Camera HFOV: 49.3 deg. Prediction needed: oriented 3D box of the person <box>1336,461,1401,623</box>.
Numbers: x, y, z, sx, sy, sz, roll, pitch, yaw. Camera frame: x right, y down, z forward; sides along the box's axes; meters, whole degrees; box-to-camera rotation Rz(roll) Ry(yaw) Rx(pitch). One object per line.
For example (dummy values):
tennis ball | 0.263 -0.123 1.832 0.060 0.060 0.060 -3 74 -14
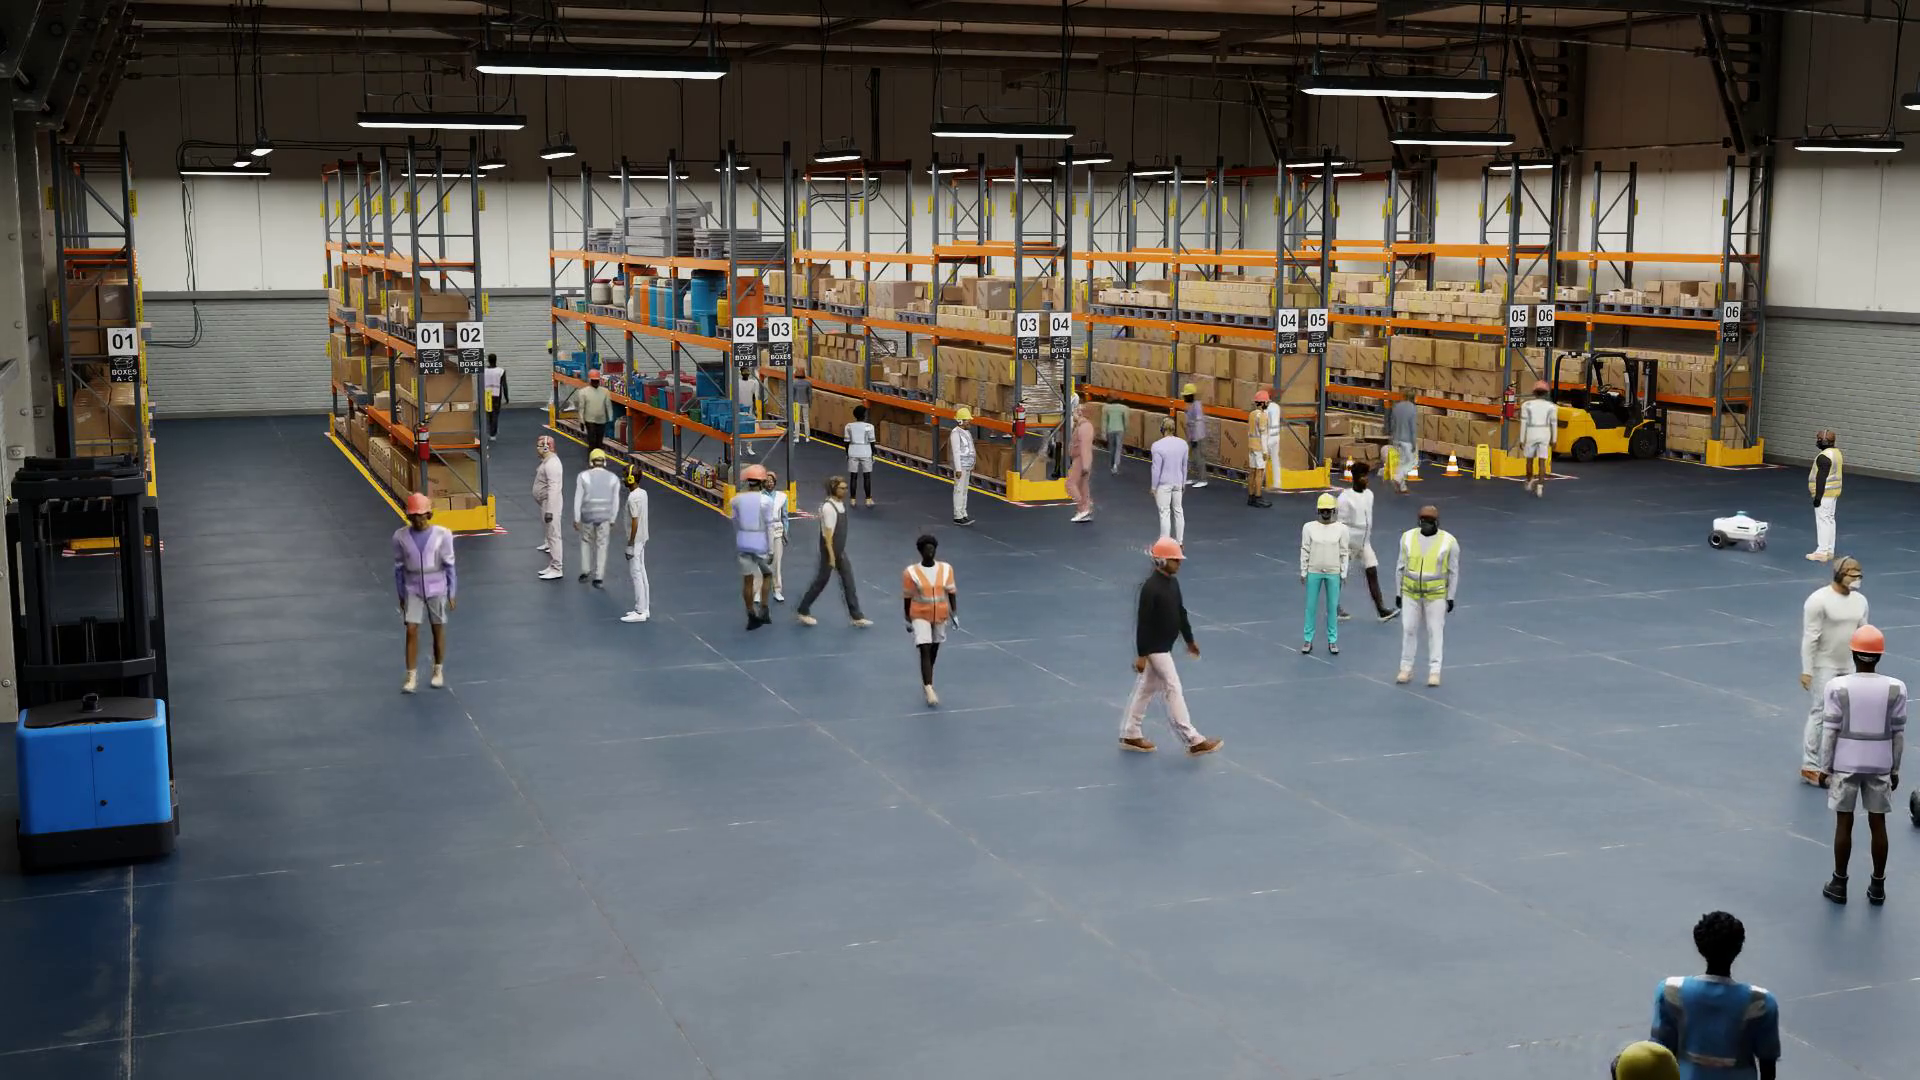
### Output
person | 4.748 0.035 24.692 0.610 1.909 1.001 -6 10 -34

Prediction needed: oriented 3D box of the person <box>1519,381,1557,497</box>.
person | 10.087 -1.778 36.528 0.640 1.988 1.035 2 9 12

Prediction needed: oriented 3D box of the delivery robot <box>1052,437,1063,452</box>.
delivery robot | 2.104 -1.957 42.319 0.477 0.478 0.707 -2 9 -15

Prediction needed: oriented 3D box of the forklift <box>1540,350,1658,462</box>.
forklift | 12.897 -2.725 42.309 2.313 2.155 1.214 -3 9 -21

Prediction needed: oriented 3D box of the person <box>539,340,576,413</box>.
person | -10.147 -4.115 52.672 1.104 1.817 0.599 -5 10 -32

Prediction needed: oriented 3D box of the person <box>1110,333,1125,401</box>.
person | 3.942 -4.422 54.421 0.866 1.909 0.640 -5 10 -29

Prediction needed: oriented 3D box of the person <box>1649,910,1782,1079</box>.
person | 3.340 2.469 9.284 0.550 1.667 0.645 4 9 22

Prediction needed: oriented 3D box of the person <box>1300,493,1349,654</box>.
person | 3.999 0.363 22.993 0.524 1.769 0.316 1 9 9

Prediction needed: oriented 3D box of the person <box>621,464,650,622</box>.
person | -3.870 0.033 24.890 0.319 1.860 0.532 1 9 6

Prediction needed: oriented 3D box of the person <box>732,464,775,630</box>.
person | -2.391 0.077 24.432 0.539 1.914 0.459 2 9 15

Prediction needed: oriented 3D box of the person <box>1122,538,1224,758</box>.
person | 1.884 0.948 18.489 1.010 1.941 0.610 3 9 20

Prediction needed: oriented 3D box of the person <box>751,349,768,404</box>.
person | -5.227 -4.424 54.772 0.505 1.825 0.897 1 9 9

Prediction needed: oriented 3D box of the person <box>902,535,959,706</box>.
person | -0.307 0.754 20.751 0.528 1.655 0.864 -3 9 -20

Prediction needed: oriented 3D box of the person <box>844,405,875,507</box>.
person | -1.674 -1.407 35.015 0.536 1.699 0.321 1 9 10

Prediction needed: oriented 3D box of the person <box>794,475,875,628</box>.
person | -1.515 0.130 24.458 0.964 1.805 0.529 3 9 18

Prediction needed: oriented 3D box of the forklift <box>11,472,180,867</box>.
forklift | -6.630 0.886 15.957 1.129 2.768 1.873 -3 9 -21

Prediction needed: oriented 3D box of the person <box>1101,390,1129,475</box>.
person | 2.925 -2.034 39.507 0.531 1.606 0.711 1 9 4

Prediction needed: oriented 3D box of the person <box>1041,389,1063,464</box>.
person | 1.898 -2.385 41.118 0.608 1.830 1.022 -6 10 -35

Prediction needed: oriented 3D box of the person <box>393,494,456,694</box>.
person | -5.376 0.544 21.015 0.635 2.005 0.937 -1 9 -5

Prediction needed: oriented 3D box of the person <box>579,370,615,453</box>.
person | -6.866 -2.245 39.762 0.616 1.959 0.923 -5 10 -29

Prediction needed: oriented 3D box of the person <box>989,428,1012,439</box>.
person | 0.864 -3.197 46.288 0.638 1.904 0.402 3 9 21

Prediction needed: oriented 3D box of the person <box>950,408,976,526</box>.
person | 0.054 -1.158 32.924 0.404 1.831 0.596 3 9 16

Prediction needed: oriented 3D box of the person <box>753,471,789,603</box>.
person | -2.388 -0.046 26.138 0.514 1.642 0.310 -2 9 -16

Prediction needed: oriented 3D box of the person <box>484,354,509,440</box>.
person | -10.243 -3.149 46.058 0.587 1.870 1.014 1 9 7

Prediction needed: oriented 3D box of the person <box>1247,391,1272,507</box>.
person | 5.021 -1.532 35.059 0.375 1.939 0.546 -3 9 -16

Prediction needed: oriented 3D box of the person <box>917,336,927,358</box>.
person | -0.880 -4.260 53.449 0.994 1.902 0.541 -5 10 -29

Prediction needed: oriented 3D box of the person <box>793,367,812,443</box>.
person | -3.453 -2.927 45.373 0.506 1.632 0.268 -2 9 -16

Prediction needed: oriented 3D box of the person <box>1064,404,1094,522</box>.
person | 1.884 -1.214 33.108 0.448 1.891 0.648 2 9 13

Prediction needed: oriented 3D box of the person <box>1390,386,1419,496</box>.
person | 7.691 -1.701 36.275 0.513 1.921 0.644 -5 10 -29

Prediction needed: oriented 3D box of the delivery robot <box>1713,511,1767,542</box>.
delivery robot | 11.346 -0.177 30.448 0.477 0.478 0.707 -8 12 -44

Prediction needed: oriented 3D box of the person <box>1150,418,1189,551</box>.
person | 2.991 -0.784 30.073 0.629 1.940 0.378 -5 10 -30

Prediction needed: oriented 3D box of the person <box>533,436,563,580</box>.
person | -5.480 -0.439 27.877 0.400 1.910 0.643 -1 9 -9

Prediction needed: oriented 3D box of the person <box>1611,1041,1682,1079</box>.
person | 2.558 2.681 7.708 0.881 1.724 0.535 6 10 34

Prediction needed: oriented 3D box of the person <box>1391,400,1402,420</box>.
person | 10.116 -3.423 48.355 0.483 1.737 0.320 8 11 42

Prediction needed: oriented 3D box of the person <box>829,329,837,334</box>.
person | -3.306 -4.486 54.565 0.609 1.996 0.379 7 11 41

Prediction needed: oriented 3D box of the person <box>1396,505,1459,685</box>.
person | 4.760 0.559 21.446 0.630 1.842 0.429 4 9 26

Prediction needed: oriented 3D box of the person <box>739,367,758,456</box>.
person | -4.389 -2.660 42.804 0.517 1.874 0.327 -4 9 -24

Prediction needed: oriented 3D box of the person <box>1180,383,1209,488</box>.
person | 4.179 -1.865 37.447 0.668 1.890 0.598 -3 9 -20

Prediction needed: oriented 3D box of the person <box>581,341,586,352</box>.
person | -9.359 -4.117 52.755 0.607 1.808 0.618 0 9 -1

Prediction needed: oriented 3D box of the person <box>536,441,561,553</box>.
person | -5.914 -0.643 30.131 0.312 1.638 0.512 -5 10 -30

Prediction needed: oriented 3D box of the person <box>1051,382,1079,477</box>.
person | 1.948 -2.142 39.134 0.546 1.938 0.360 2 9 16

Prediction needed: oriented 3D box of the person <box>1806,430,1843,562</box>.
person | 12.147 -0.632 29.433 0.431 1.836 0.619 6 11 36

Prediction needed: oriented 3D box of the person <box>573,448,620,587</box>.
person | -4.750 -0.291 27.319 0.637 1.782 0.613 -3 9 -19

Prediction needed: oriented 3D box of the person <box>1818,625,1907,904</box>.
person | 6.242 1.548 14.523 0.545 1.939 0.373 2 9 12

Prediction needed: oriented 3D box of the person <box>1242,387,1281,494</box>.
person | 5.327 -1.763 36.845 0.839 1.854 0.588 8 12 44

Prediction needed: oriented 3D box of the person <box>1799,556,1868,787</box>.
person | 7.371 1.088 17.616 0.653 1.930 0.408 -4 9 -23
